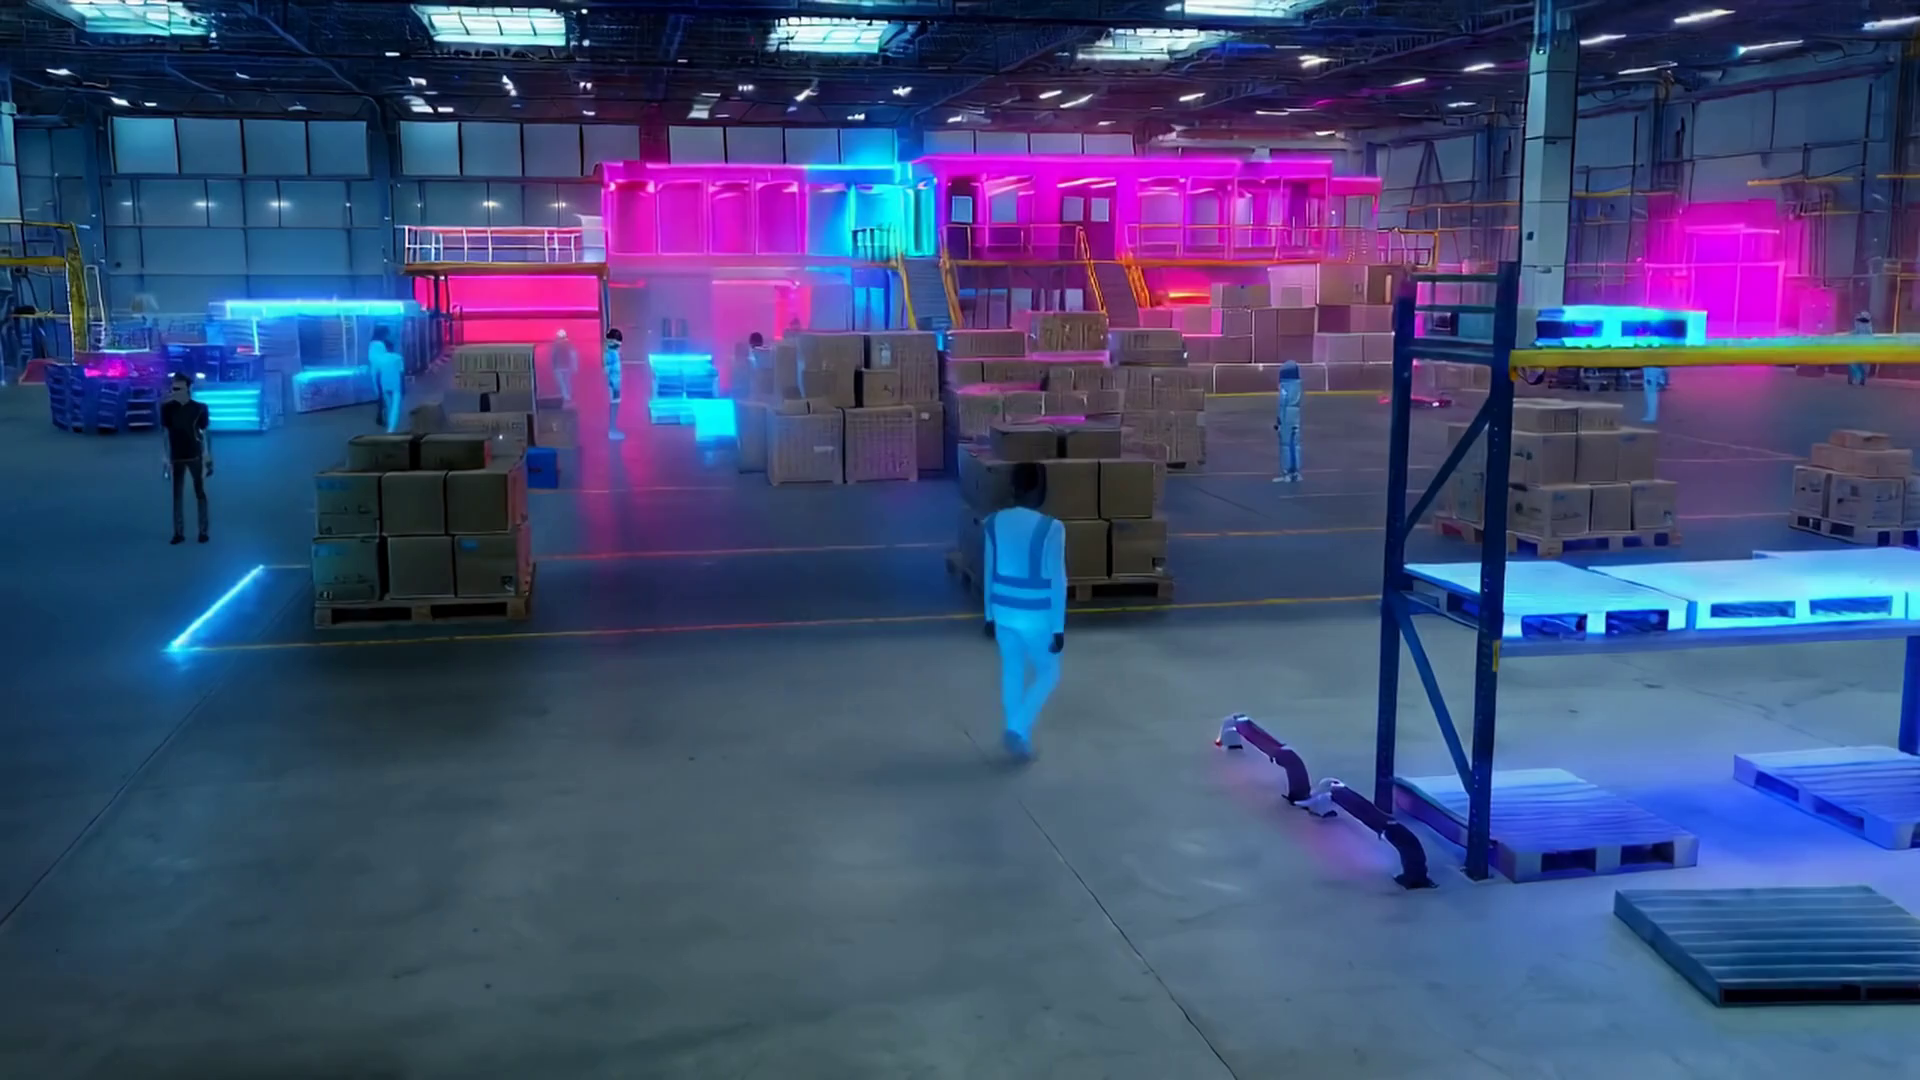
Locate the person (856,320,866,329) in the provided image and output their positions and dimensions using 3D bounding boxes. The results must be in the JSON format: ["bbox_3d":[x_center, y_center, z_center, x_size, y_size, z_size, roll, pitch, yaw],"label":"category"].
[{"bbox_3d":[-2.193,-3.952,36.859,0.519,1.844,0.331,1,9,6],"label":"person"}]

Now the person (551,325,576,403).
[{"bbox_3d":[-8.568,-3.762,35.968,0.546,1.747,0.594,-2,9,-9],"label":"person"}]

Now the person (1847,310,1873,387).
[{"bbox_3d":[22.540,-4.787,41.664,0.617,1.941,0.404,0,9,-1],"label":"person"}]

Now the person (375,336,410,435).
[{"bbox_3d":[-9.654,-2.533,28.226,0.514,1.843,0.876,1,9,7],"label":"person"}]

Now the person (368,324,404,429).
[{"bbox_3d":[-10.749,-3.068,31.179,0.619,1.938,0.727,7,11,35],"label":"person"}]

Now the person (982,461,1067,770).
[{"bbox_3d":[0.353,0.467,9.842,0.586,1.869,0.529,6,11,33],"label":"person"}]

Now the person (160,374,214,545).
[{"bbox_3d":[-8.377,-0.871,18.022,0.532,1.864,0.310,-2,10,-14],"label":"person"}]

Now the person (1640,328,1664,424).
[{"bbox_3d":[13.334,-3.165,32.077,0.429,1.841,0.633,4,10,25],"label":"person"}]

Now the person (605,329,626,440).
[{"bbox_3d":[-6.012,-2.720,29.073,0.373,1.934,0.551,-1,9,-8],"label":"person"}]

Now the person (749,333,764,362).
[{"bbox_3d":[-3.329,-2.487,27.724,0.390,1.914,0.588,3,10,18],"label":"person"}]

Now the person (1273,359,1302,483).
[{"bbox_3d":[4.586,-1.665,23.261,0.330,1.734,0.480,9,13,43],"label":"person"}]
